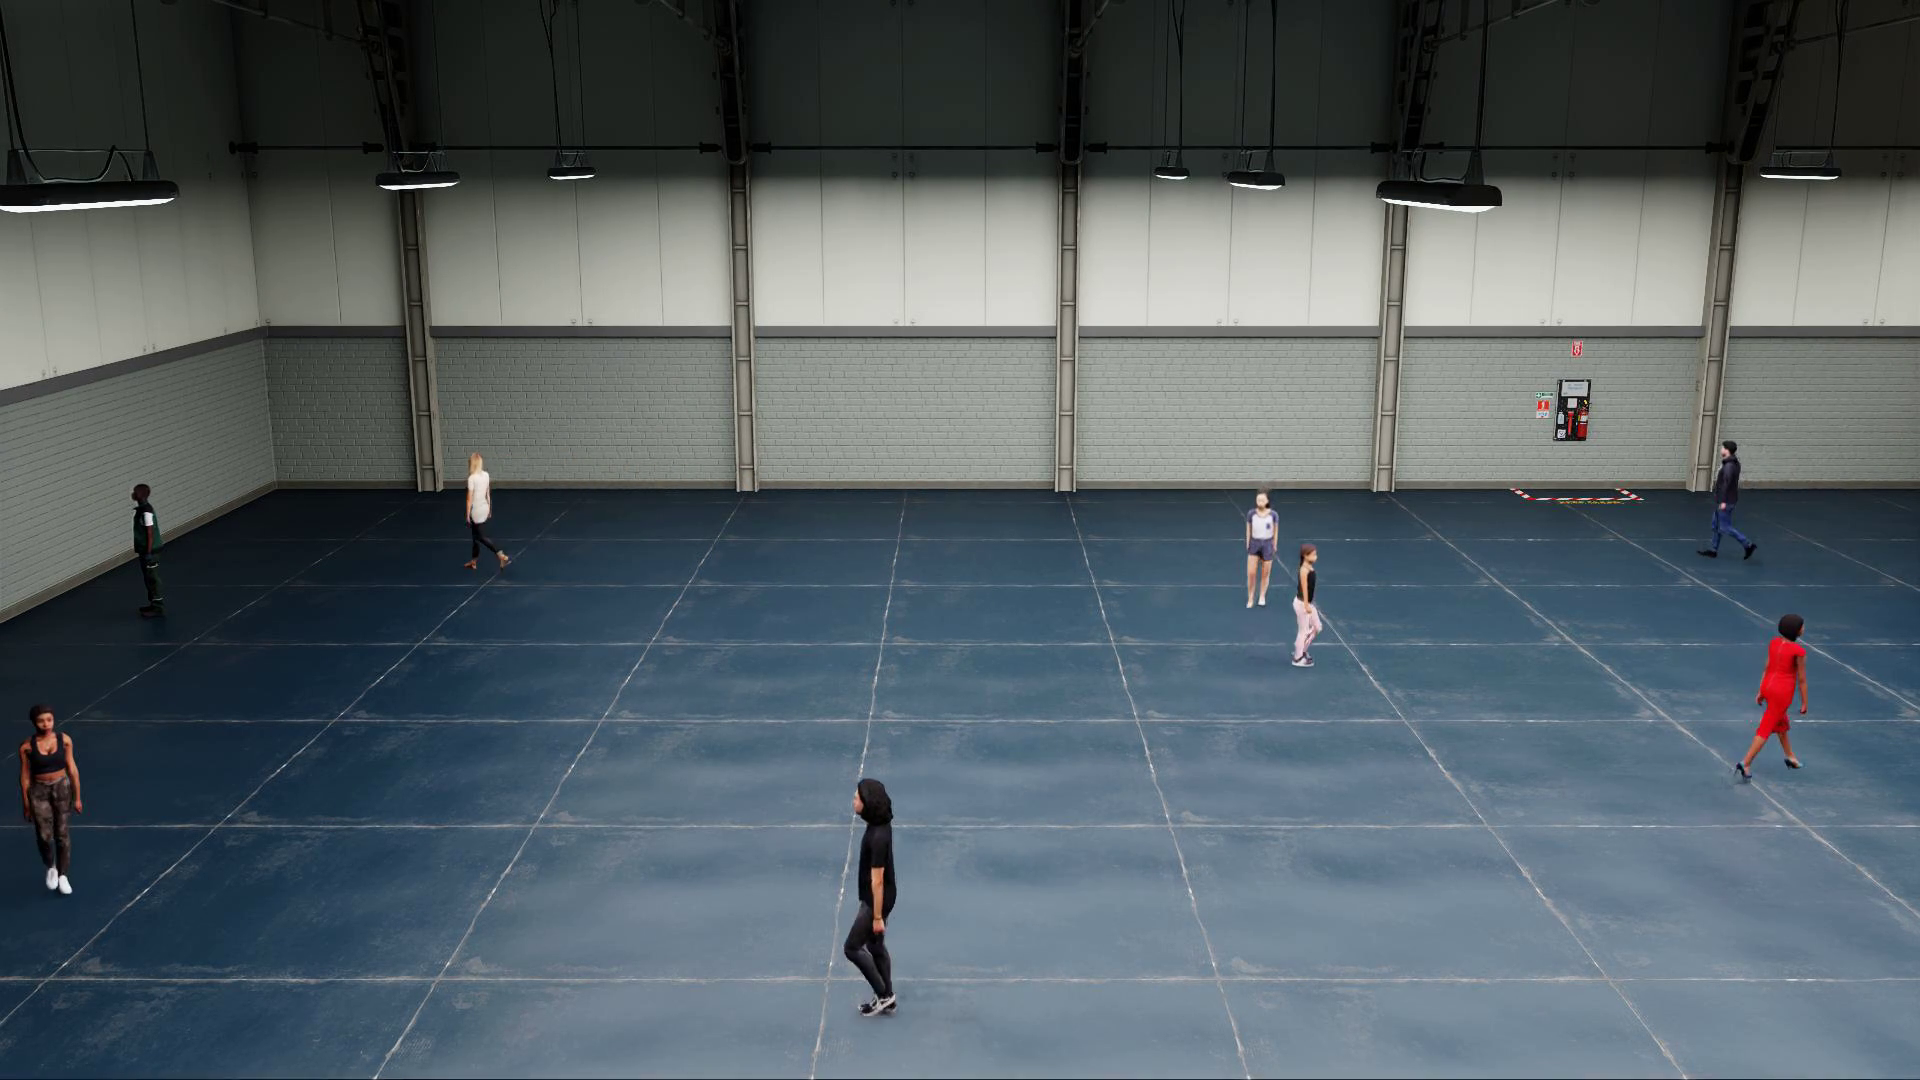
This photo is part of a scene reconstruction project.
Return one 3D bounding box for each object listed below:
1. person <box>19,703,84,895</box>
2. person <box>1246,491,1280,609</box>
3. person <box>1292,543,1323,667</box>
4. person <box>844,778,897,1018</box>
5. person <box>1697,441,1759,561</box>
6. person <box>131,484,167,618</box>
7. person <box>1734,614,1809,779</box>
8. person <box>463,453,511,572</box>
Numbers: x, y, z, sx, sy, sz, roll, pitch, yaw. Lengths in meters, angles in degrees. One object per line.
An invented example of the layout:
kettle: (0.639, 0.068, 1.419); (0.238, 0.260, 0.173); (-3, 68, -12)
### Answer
person: (-7.766, 2.182, 14.189); (0.732, 1.688, 0.797); (-10, 16, -36)
person: (4.218, 0.120, 23.223); (0.802, 1.630, 0.753); (3, 13, 11)
person: (4.185, 0.796, 20.480); (0.667, 1.550, 0.628); (6, 14, 23)
person: (-0.530, 2.607, 12.068); (0.583, 1.817, 0.644); (0, 13, 0)
person: (11.950, -0.580, 25.716); (1.217, 1.869, 1.069); (9, 16, 34)
person: (-11.082, 0.131, 22.710); (0.788, 1.839, 0.782); (-7, 15, -29)
person: (8.120, 1.612, 16.651); (1.169, 1.687, 0.814); (-4, 14, -18)
person: (-7.159, -0.383, 25.021); (1.207, 1.799, 0.903); (5, 14, 21)
